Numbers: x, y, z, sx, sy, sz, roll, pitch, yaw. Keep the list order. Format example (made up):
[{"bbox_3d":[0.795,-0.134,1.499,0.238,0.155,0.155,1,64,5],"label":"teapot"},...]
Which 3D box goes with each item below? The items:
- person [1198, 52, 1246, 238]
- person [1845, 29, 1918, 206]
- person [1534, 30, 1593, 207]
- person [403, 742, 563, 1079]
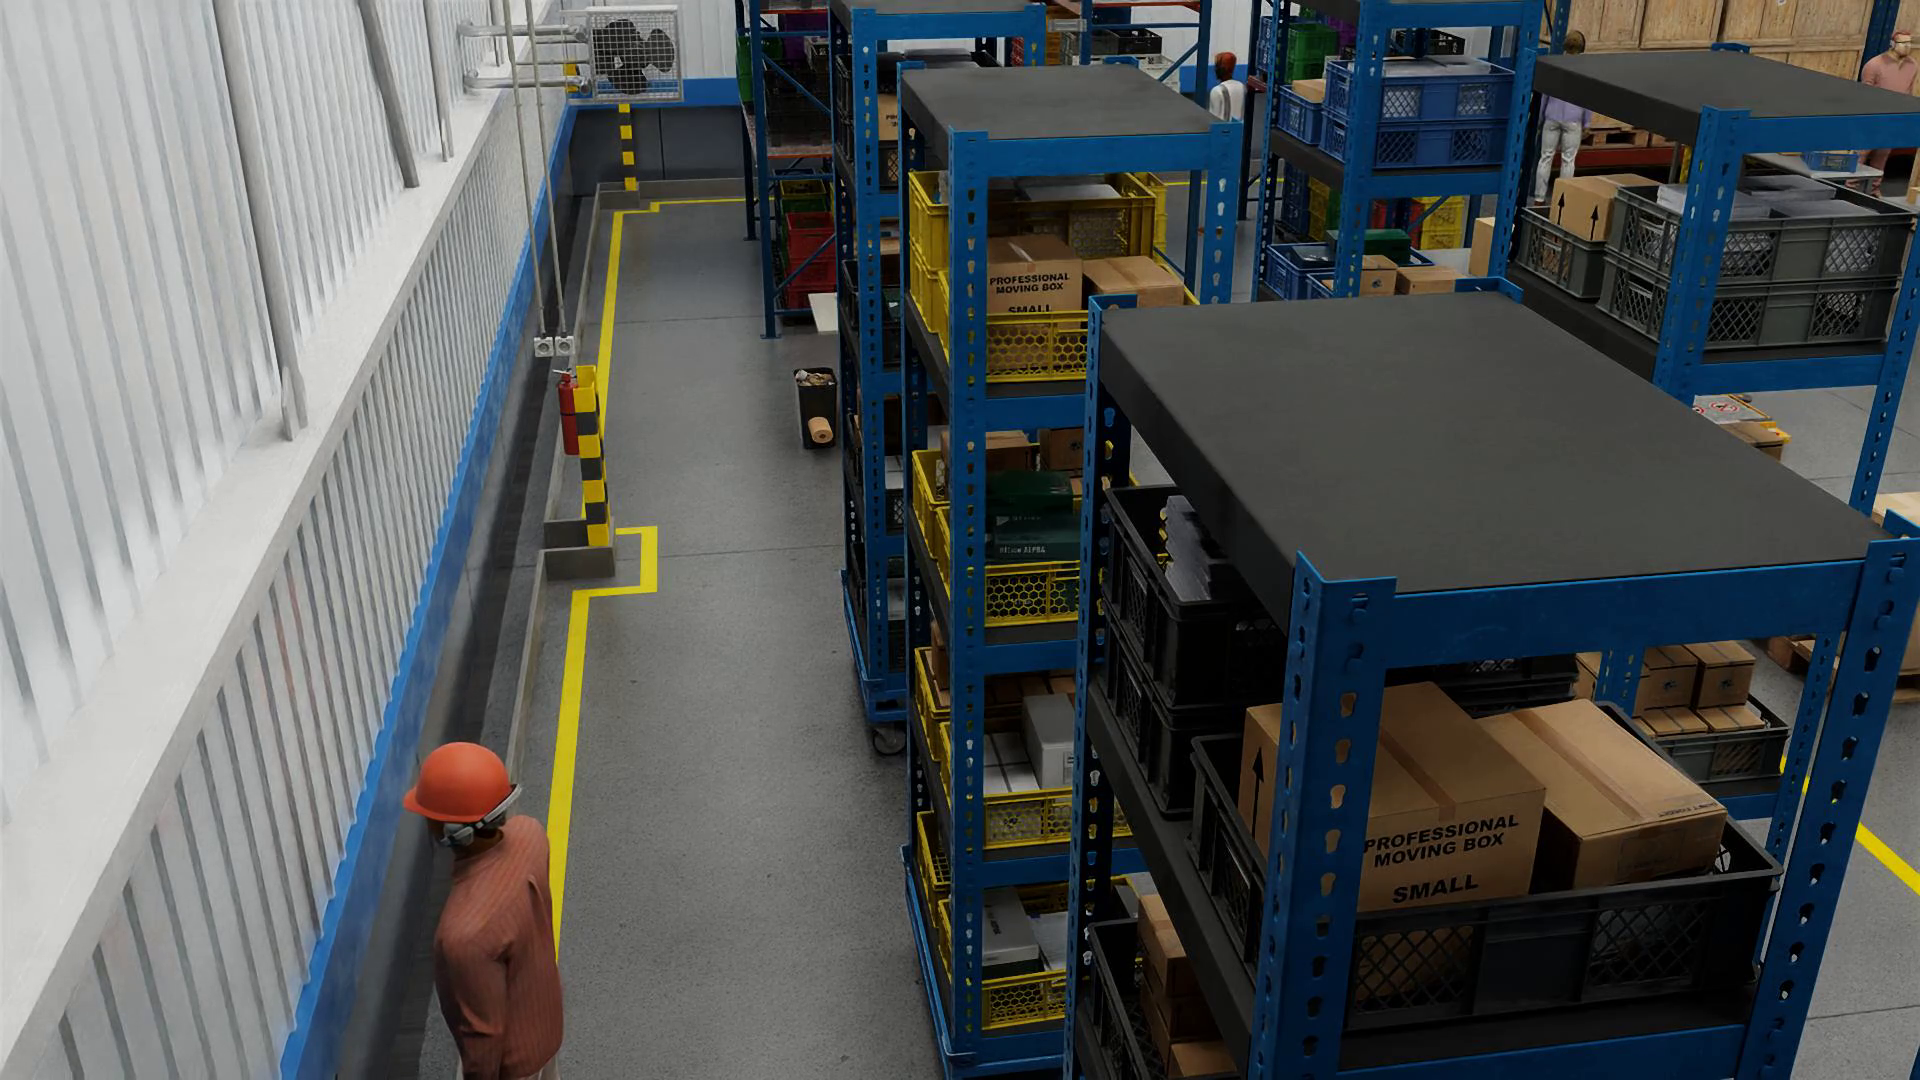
[{"bbox_3d":[2.734,-4.106,17.287,0.347,1.877,0.579,20,31,36],"label":"person"},{"bbox_3d":[10.294,-4.704,18.544,0.643,1.913,0.410,-4,25,-9],"label":"person"},{"bbox_3d":[6.623,-4.592,18.267,0.627,1.940,0.373,15,29,29],"label":"person"},{"bbox_3d":[-1.372,1.478,5.005,0.377,1.995,0.608,1,25,3],"label":"person"}]
